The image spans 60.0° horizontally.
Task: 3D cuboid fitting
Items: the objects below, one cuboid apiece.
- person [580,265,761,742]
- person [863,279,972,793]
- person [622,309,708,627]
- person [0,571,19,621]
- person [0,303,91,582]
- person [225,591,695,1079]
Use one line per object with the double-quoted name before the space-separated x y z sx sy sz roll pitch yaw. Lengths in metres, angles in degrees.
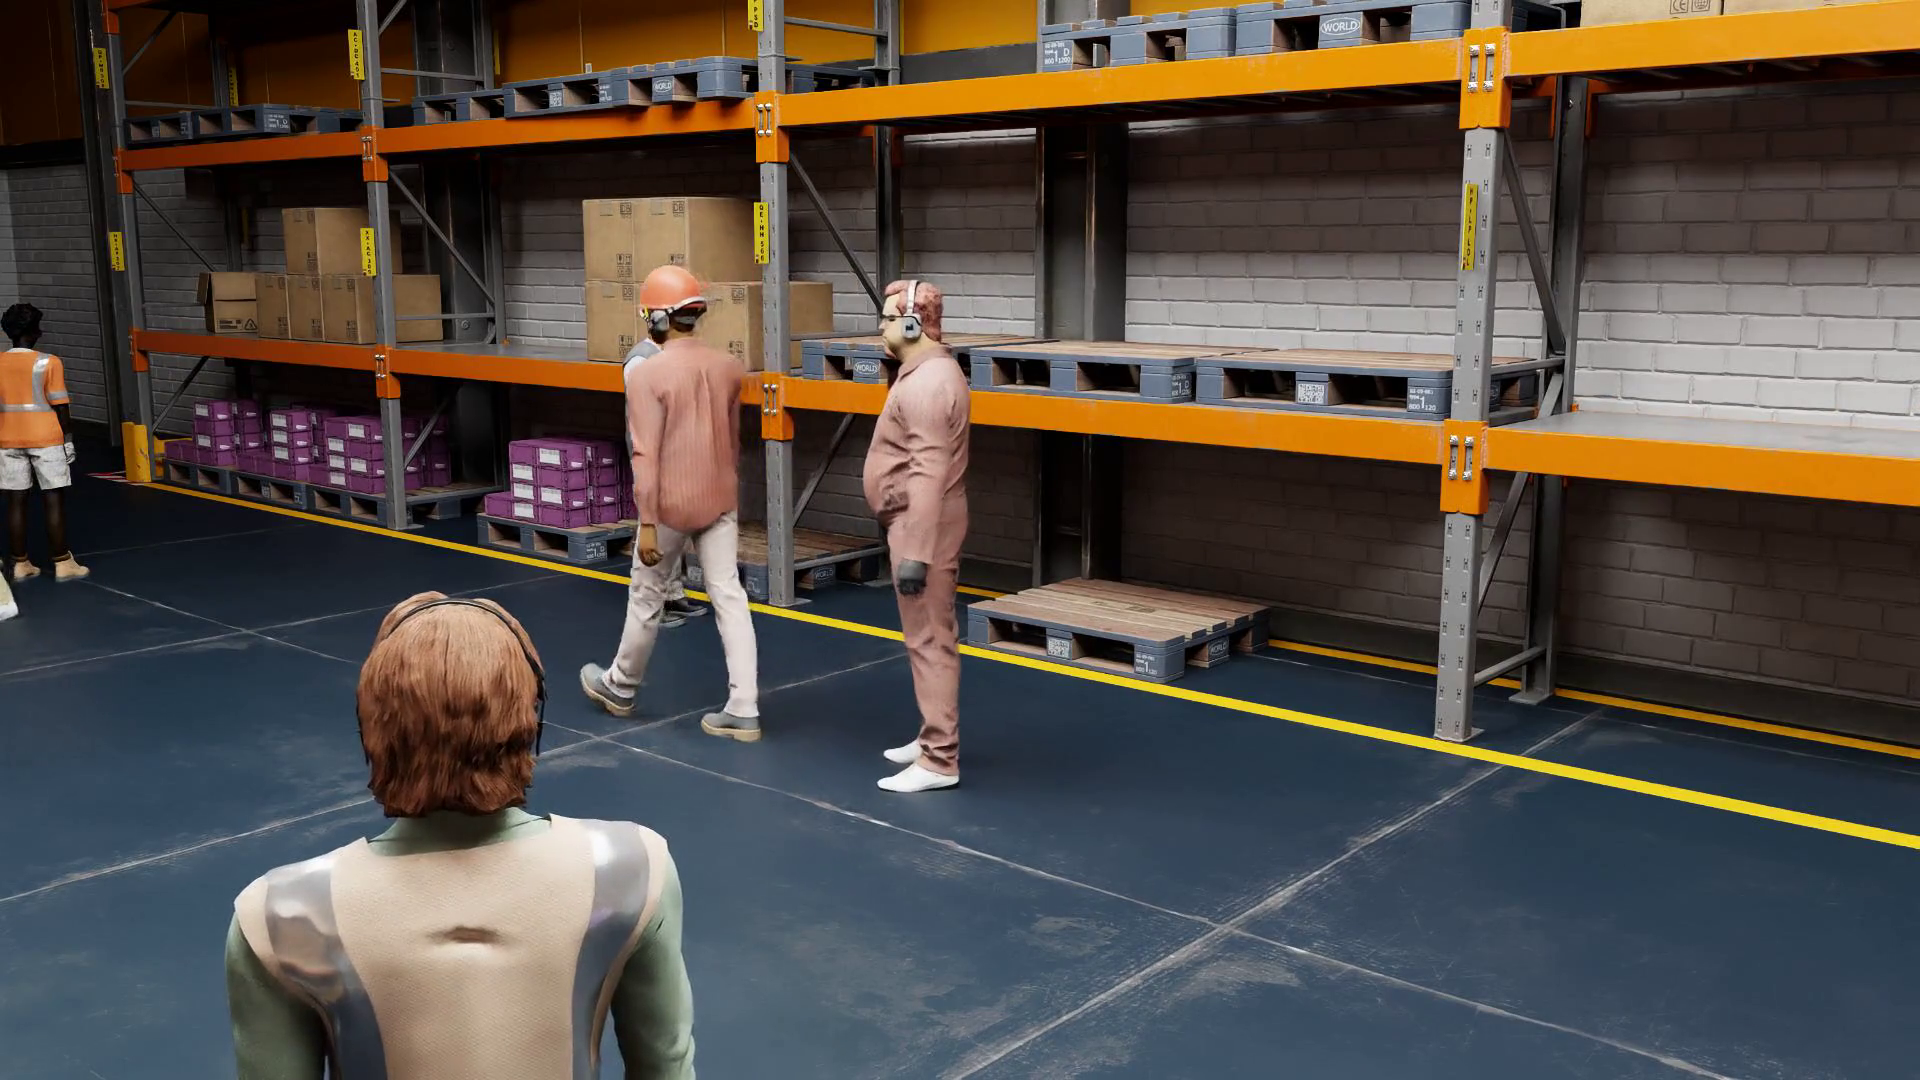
"person" -1.202 -0.159 6.954 0.998 1.939 0.651 8 13 39
"person" -0.160 -0.014 6.244 0.402 1.906 0.650 1 10 3
"person" -1.585 -0.452 8.984 0.403 1.827 0.595 3 10 14
"person" -5.334 -0.269 8.620 0.500 1.585 0.898 6 12 31
"person" -5.618 -0.580 10.077 0.533 1.693 0.319 0 10 3
"person" -0.554 0.874 1.945 0.523 1.638 0.311 -4 11 -24
